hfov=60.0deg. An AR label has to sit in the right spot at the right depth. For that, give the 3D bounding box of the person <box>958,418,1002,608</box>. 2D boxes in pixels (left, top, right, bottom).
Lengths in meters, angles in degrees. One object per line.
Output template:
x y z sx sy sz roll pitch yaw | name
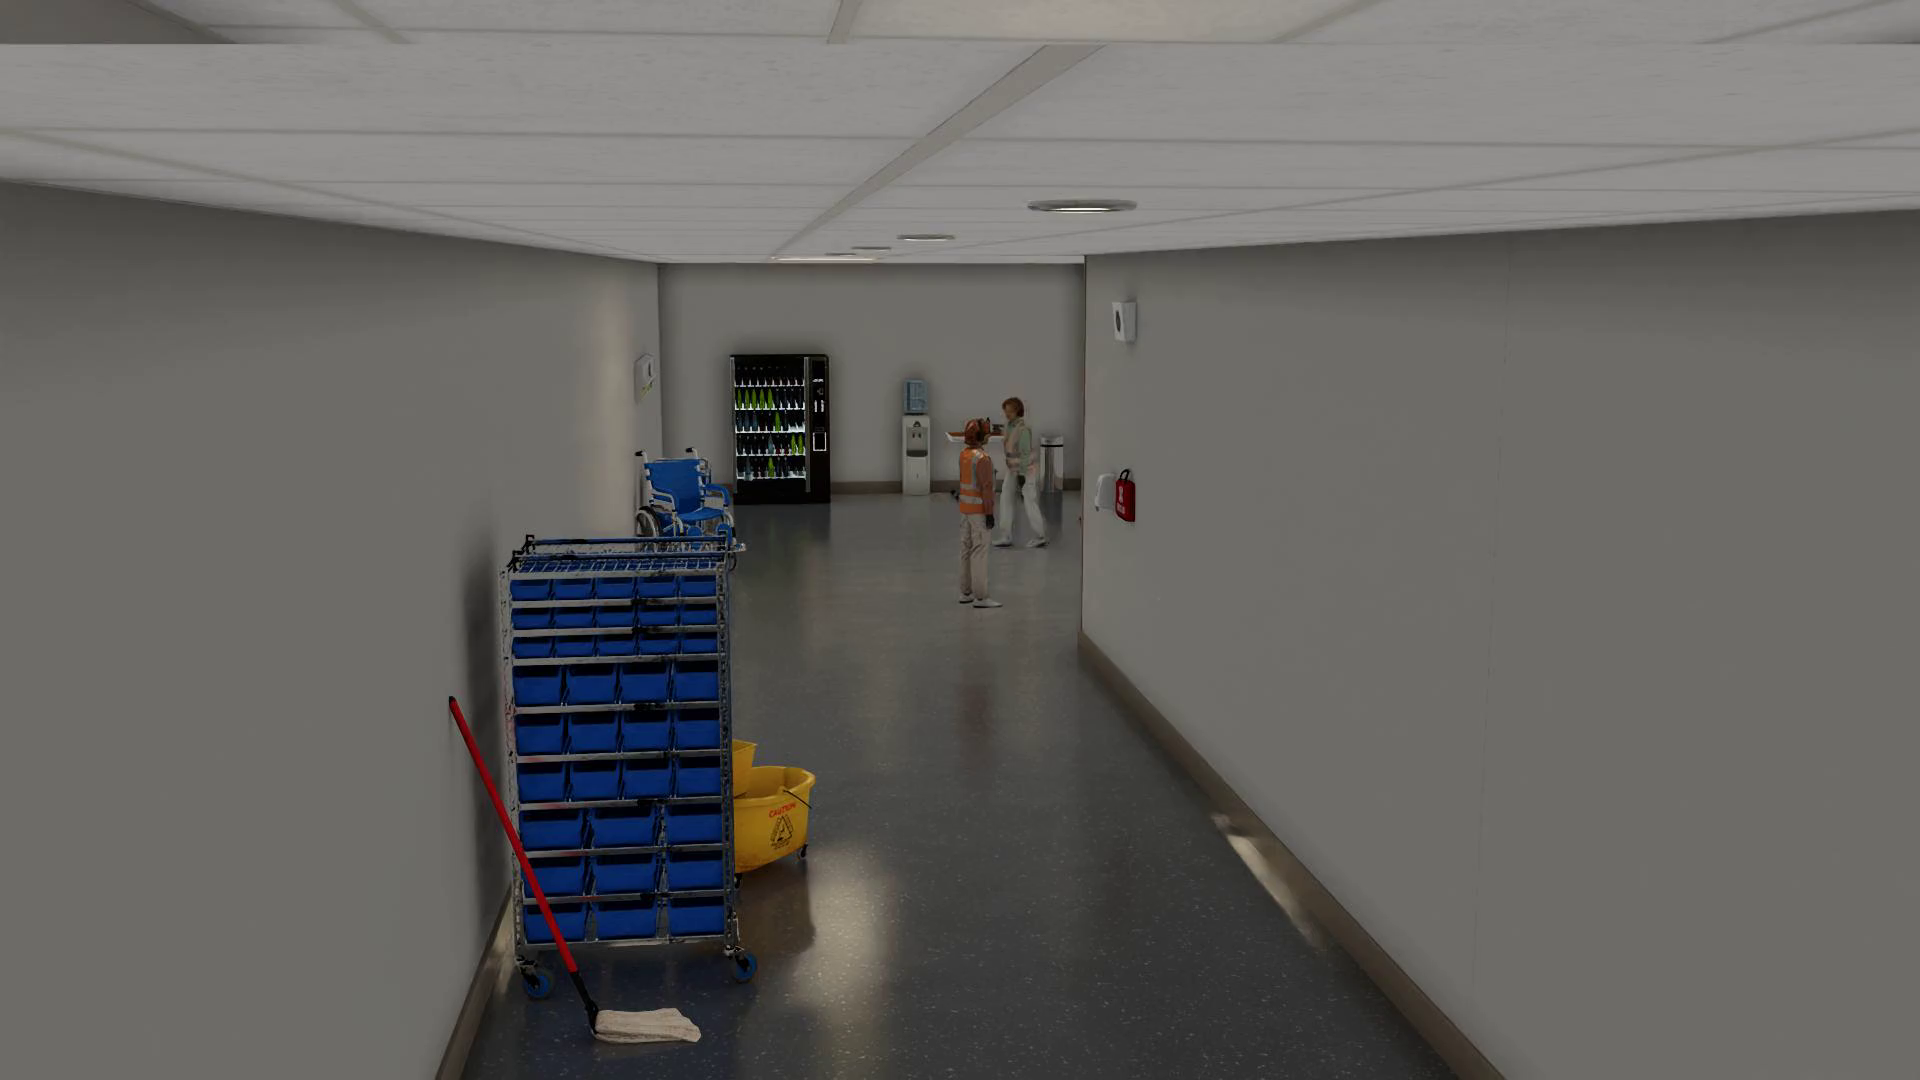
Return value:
0.148 -0.233 14.423 0.308 1.640 0.510 -5 10 -27 | person

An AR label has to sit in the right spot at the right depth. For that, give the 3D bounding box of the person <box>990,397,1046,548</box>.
0.609 -0.694 17.400 0.720 1.601 0.533 -5 10 -29 | person
